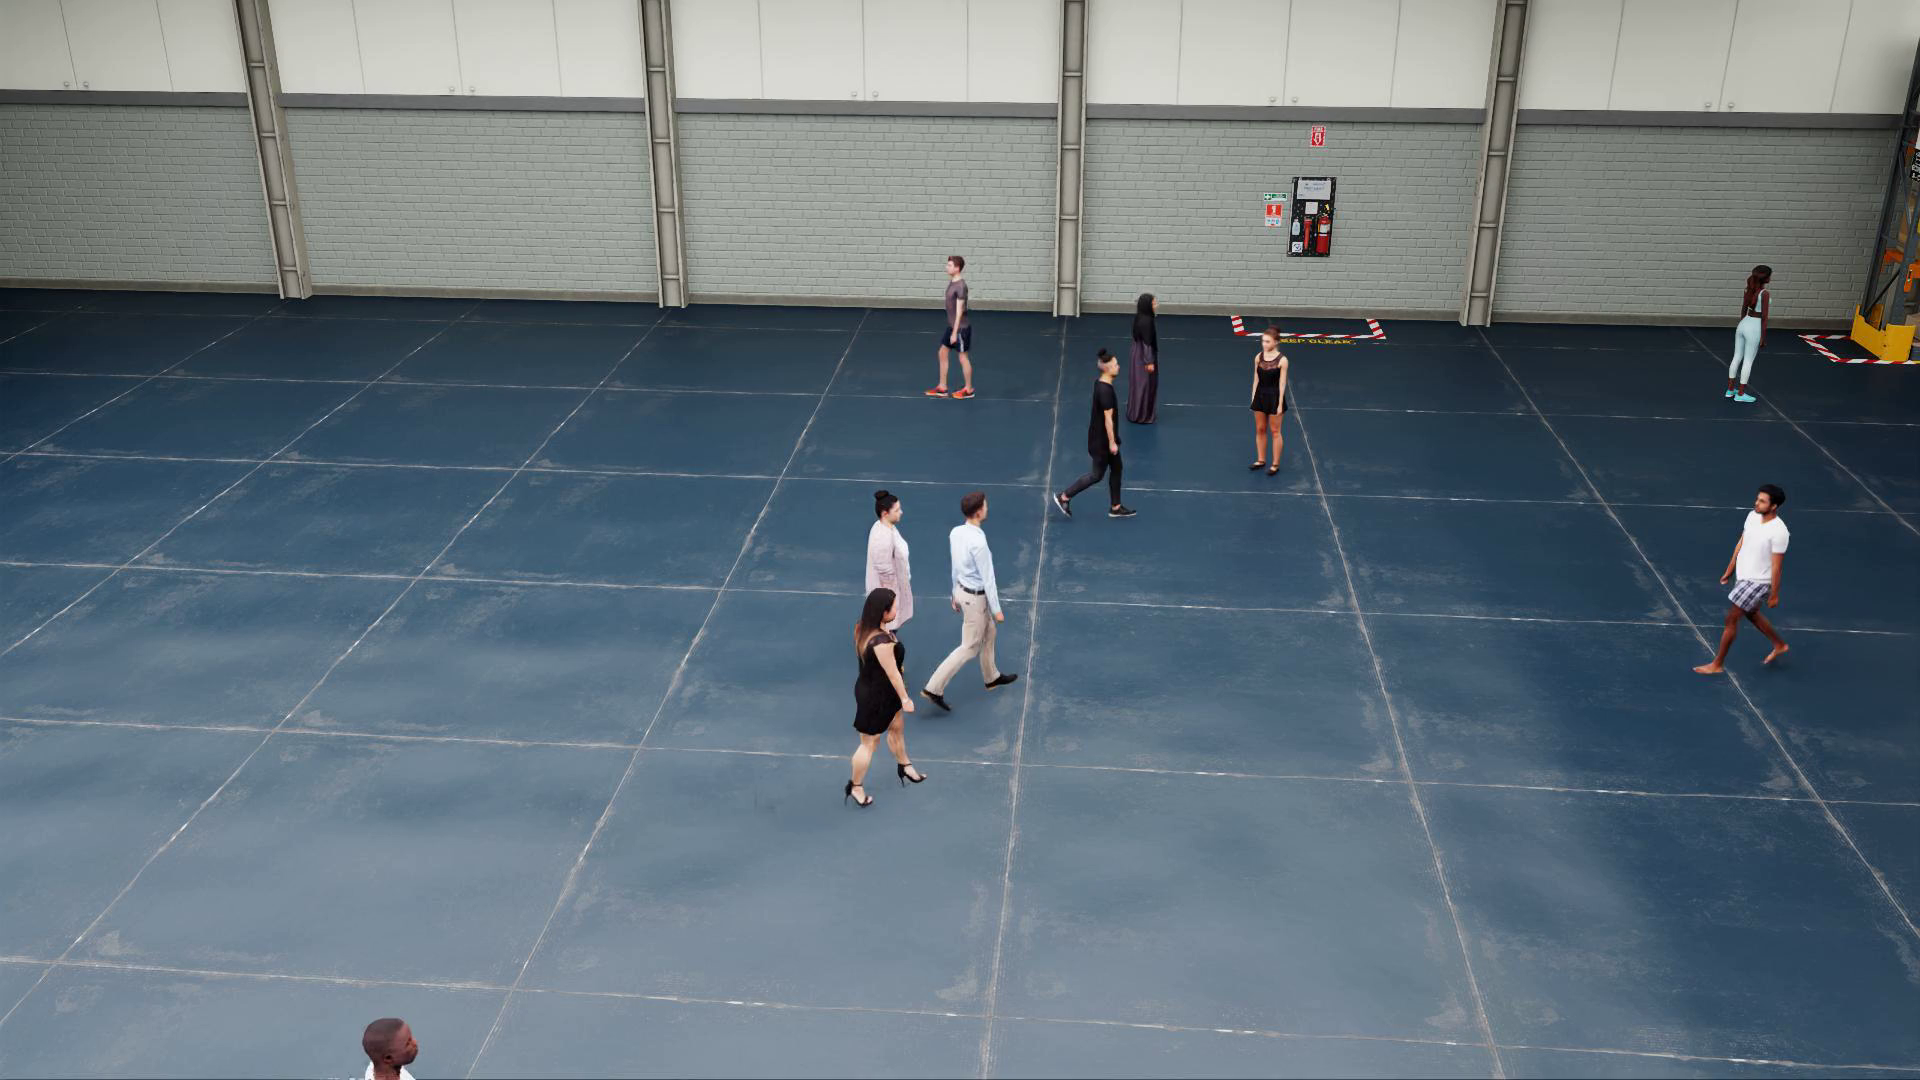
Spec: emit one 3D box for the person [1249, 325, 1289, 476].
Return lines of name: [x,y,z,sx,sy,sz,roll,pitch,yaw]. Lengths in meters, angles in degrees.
person: [3.456,-1.571,18.538,0.674,1.681,0.752,20,30,38]

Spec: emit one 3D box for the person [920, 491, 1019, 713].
person: [0.050,0.516,13.449,1.286,1.824,1.063,-11,25,-24]

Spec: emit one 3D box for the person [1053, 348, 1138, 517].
person: [1.401,-1.065,17.151,1.081,1.837,0.669,2,23,4]

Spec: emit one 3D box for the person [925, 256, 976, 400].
person: [0.057,-2.661,20.904,0.981,1.836,0.858,-7,24,-16]

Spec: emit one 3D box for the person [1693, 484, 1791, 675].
person: [6.775,0.339,14.028,1.152,1.696,0.737,-1,23,-2]

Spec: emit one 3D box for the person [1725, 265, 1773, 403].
person: [9.943,-2.612,20.931,0.642,1.725,0.634,-7,24,-16]

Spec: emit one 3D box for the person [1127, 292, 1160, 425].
person: [2.219,-2.237,20.191,0.623,1.614,0.661,-4,23,-9]

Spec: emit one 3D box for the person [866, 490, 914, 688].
person: [-0.612,0.398,13.830,0.647,1.743,0.706,0,23,-1]

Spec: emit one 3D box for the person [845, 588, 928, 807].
person: [-0.684,1.173,12.077,0.997,1.688,0.857,-6,24,-14]
